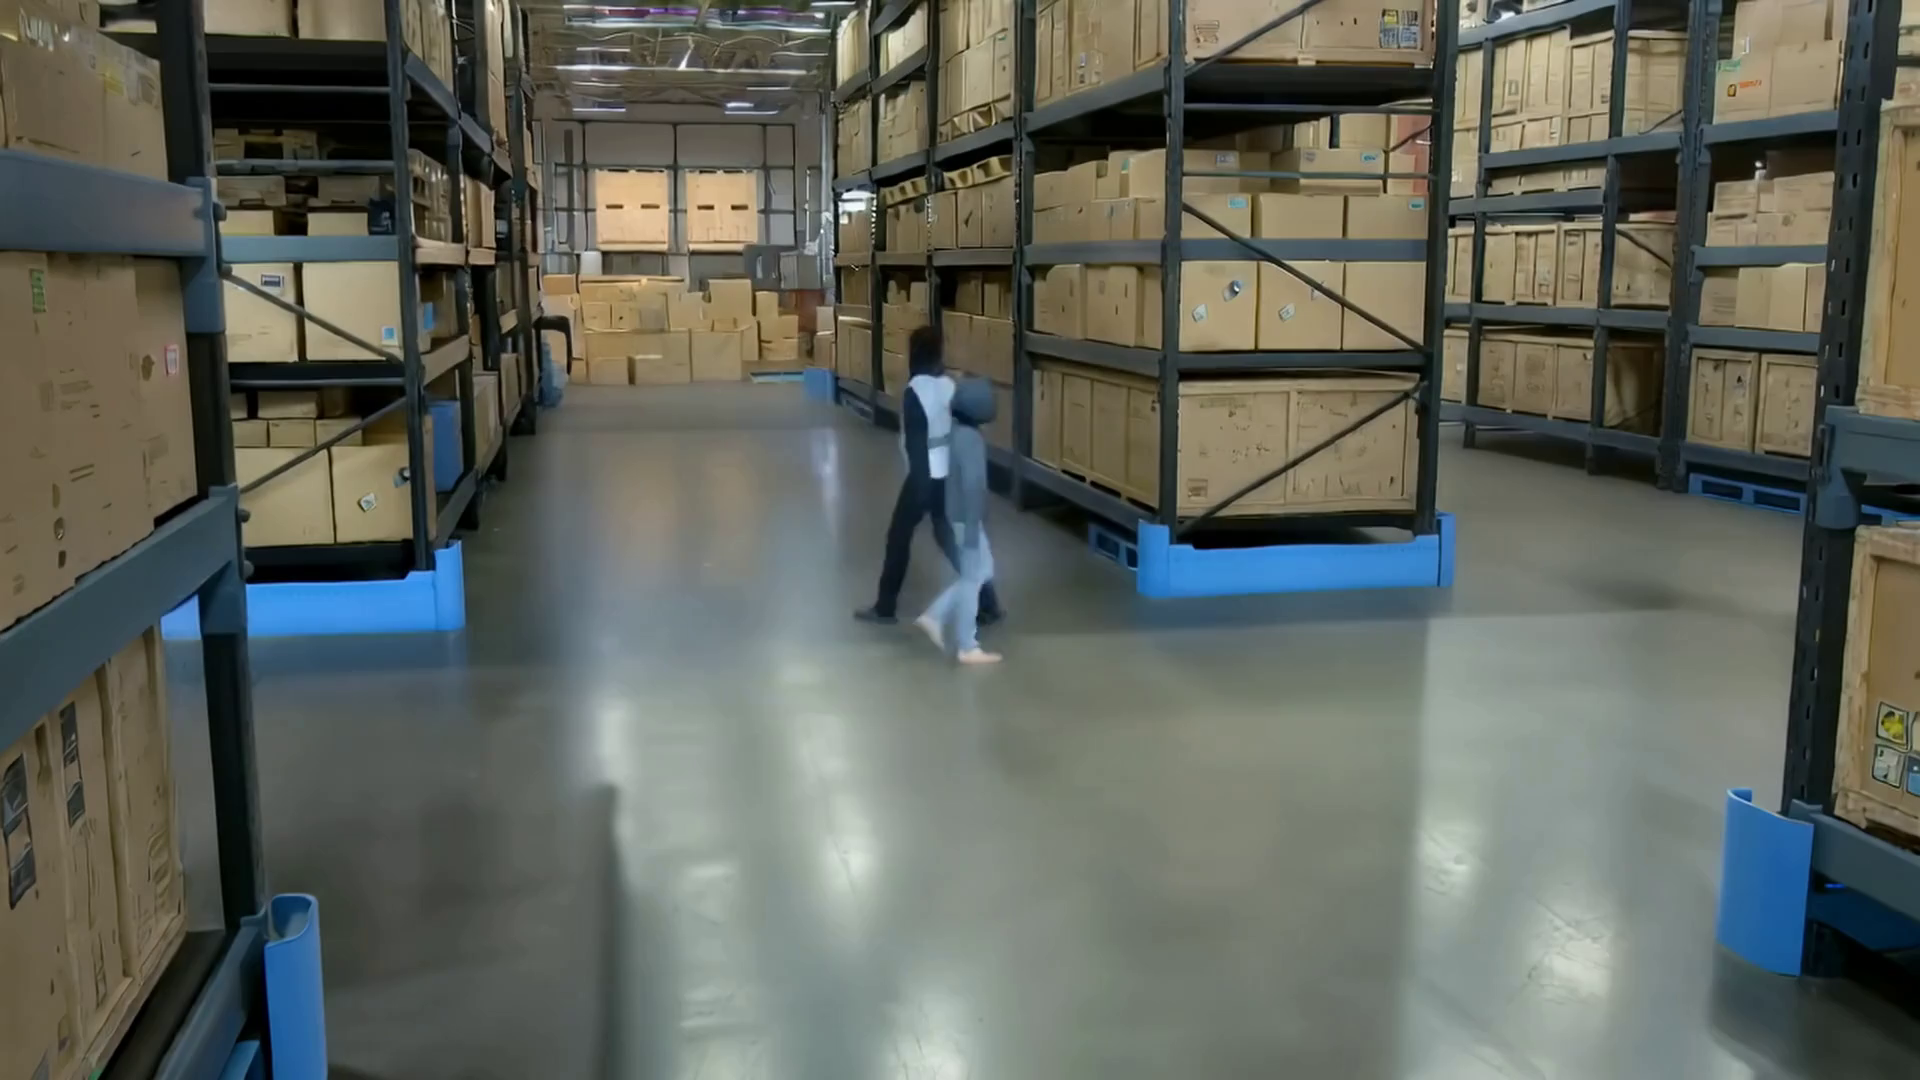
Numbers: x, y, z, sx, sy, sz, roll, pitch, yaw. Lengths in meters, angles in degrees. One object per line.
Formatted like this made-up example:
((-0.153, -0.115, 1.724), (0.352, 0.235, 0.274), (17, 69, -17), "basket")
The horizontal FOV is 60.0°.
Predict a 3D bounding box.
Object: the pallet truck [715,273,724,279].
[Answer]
((-8.580, -8.986, 62.280), (1.885, 1.965, 0.823), (1, 9, 5), "pallet truck")

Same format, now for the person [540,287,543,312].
((-13.398, -7.342, 52.441), (0.631, 1.940, 0.372), (3, 10, 18), "person")

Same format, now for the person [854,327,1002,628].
((-0.167, -0.376, 10.249), (0.959, 1.861, 0.640), (4, 10, 25), "person")

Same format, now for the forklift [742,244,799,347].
((-5.434, -6.559, 44.801), (1.873, 2.768, 1.129), (-9, 13, -44), "forklift")

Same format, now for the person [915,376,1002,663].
((0.020, -0.108, 9.300), (0.415, 1.618, 0.523), (-1, 9, -3), "person")

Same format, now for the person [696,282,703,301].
((-10.599, -9.670, 67.544), (0.309, 1.639, 0.514), (-2, 9, -11), "person")

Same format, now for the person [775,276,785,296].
((-6.471, -8.413, 59.035), (0.691, 1.912, 0.627), (-8, 12, -39), "person")
